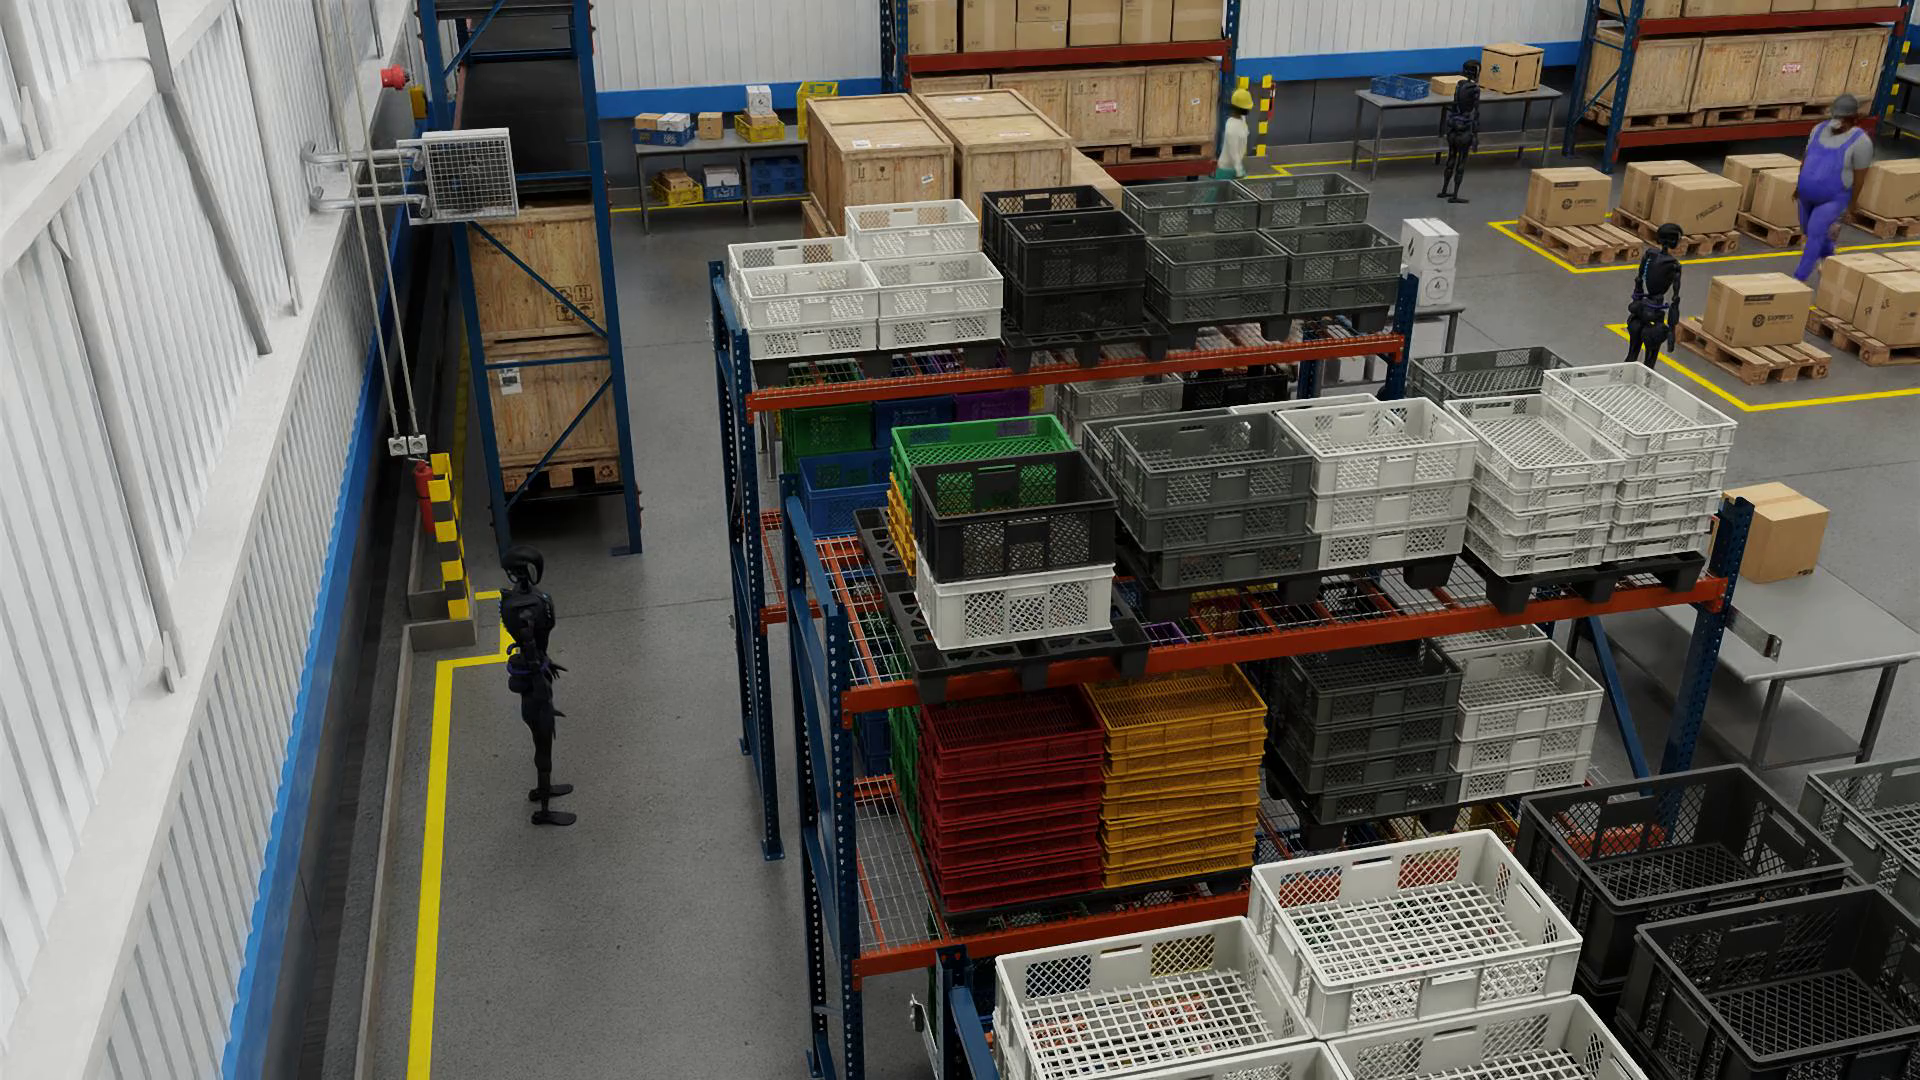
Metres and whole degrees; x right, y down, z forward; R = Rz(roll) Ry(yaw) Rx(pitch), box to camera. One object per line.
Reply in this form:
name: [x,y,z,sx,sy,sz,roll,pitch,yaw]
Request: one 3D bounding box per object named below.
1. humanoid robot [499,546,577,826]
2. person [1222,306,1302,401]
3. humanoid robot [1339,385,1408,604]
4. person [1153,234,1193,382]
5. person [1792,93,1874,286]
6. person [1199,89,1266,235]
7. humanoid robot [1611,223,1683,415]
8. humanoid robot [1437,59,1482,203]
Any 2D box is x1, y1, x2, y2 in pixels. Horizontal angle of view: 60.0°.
humanoid robot: [-2.293,0.771,9.058,0.310,1.657,0.610,-7,29,-12]
person: [2.307,-1.347,12.771,0.618,1.978,0.454,1,28,2]
humanoid robot: [2.789,-0.272,11.038,0.310,1.657,0.610,-7,29,-12]
person: [1.673,-1.603,13.319,0.377,1.924,0.592,-1,28,-2]
person: [8.913,-3.603,16.985,0.891,2.000,0.677,-12,30,-21]
person: [3.046,-4.107,18.276,0.903,1.705,0.540,12,30,22]
humanoid robot: [5.855,-1.875,14.079,0.310,1.656,0.610,-7,29,-12]
humanoid robot: [5.972,-4.865,19.752,0.310,1.657,0.610,-7,29,-12]
